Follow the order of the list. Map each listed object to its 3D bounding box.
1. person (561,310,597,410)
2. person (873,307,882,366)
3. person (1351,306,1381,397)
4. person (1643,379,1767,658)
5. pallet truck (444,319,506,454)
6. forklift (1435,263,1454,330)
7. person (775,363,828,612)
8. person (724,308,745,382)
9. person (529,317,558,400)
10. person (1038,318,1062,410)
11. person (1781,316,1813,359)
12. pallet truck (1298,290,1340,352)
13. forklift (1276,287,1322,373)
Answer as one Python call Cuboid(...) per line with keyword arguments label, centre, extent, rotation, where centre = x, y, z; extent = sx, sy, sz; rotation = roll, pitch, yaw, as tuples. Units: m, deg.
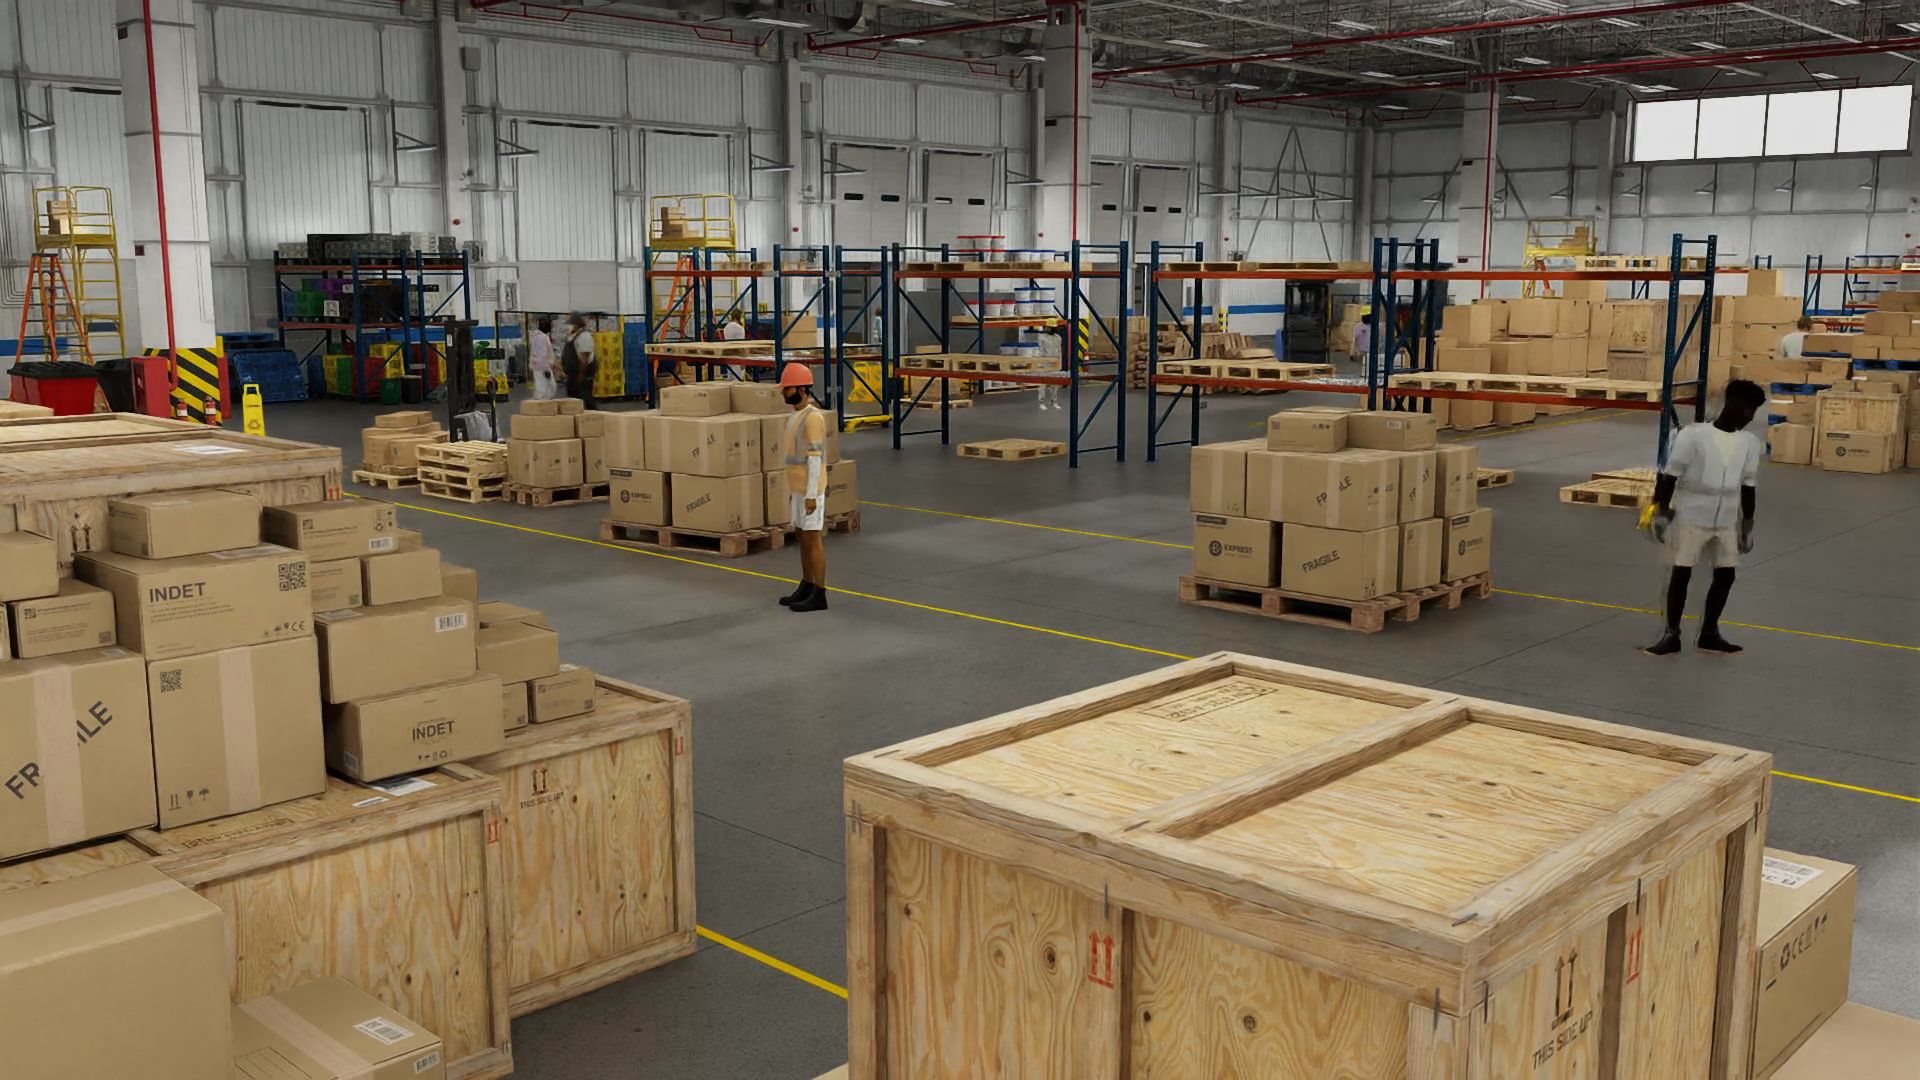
Cuboid(label="person", centre=(-6.267, -2.832, 27.474), extent=(0.634, 2.000, 0.717), rotation=(-7, 11, -35))
Cuboid(label="person", centre=(-2.161, -5.390, 44.419), extent=(0.320, 1.632, 0.524), rotation=(0, 9, -2))
Cuboid(label="person", centre=(8.530, -3.947, 34.784), extent=(0.595, 1.897, 0.867), rotation=(9, 13, 43))
Cuboid(label="person", centre=(5.033, -0.131, 11.295), extent=(0.737, 1.929, 0.369), rotation=(0, 9, -3))
Cuboid(label="pallet truck", centre=(-6.981, -1.942, 22.150), extent=(1.885, 1.965, 0.823), rotation=(1, 9, 9))
Cuboid(label="forklift", centre=(13.551, -6.395, 46.753), extent=(1.873, 2.768, 1.129), rotation=(3, 10, 17))
Cuboid(label="person", centre=(-1.237, -0.409, 12.978), extent=(0.381, 1.934, 0.546), rotation=(-4, 10, -23))
Cuboid(label="person", centre=(-4.191, -3.356, 31.037), extent=(0.365, 1.931, 0.631), rotation=(-6, 11, -34))
Cuboid(label="person", centre=(-7.272, -2.986, 29.100), extent=(0.542, 1.820, 0.648), rotation=(-1, 9, -7))
Cuboid(label="person", centre=(1.714, -3.327, 31.460), extent=(0.484, 1.734, 0.335), rotation=(-5, 10, -27))
Cuboid(label="person", centre=(13.620, -2.666, 26.926), extent=(1.003, 1.888, 0.636), rotation=(-9, 13, -44))
Cuboid(label="pallet truck", centre=(11.297, -6.951, 52.861), extent=(1.885, 1.965, 0.823), rotation=(-5, 11, -29))
Cuboid(label="forklift", centre=(8.764, -5.695, 42.464), extent=(1.129, 2.768, 1.873), rotation=(0, 9, 0))
